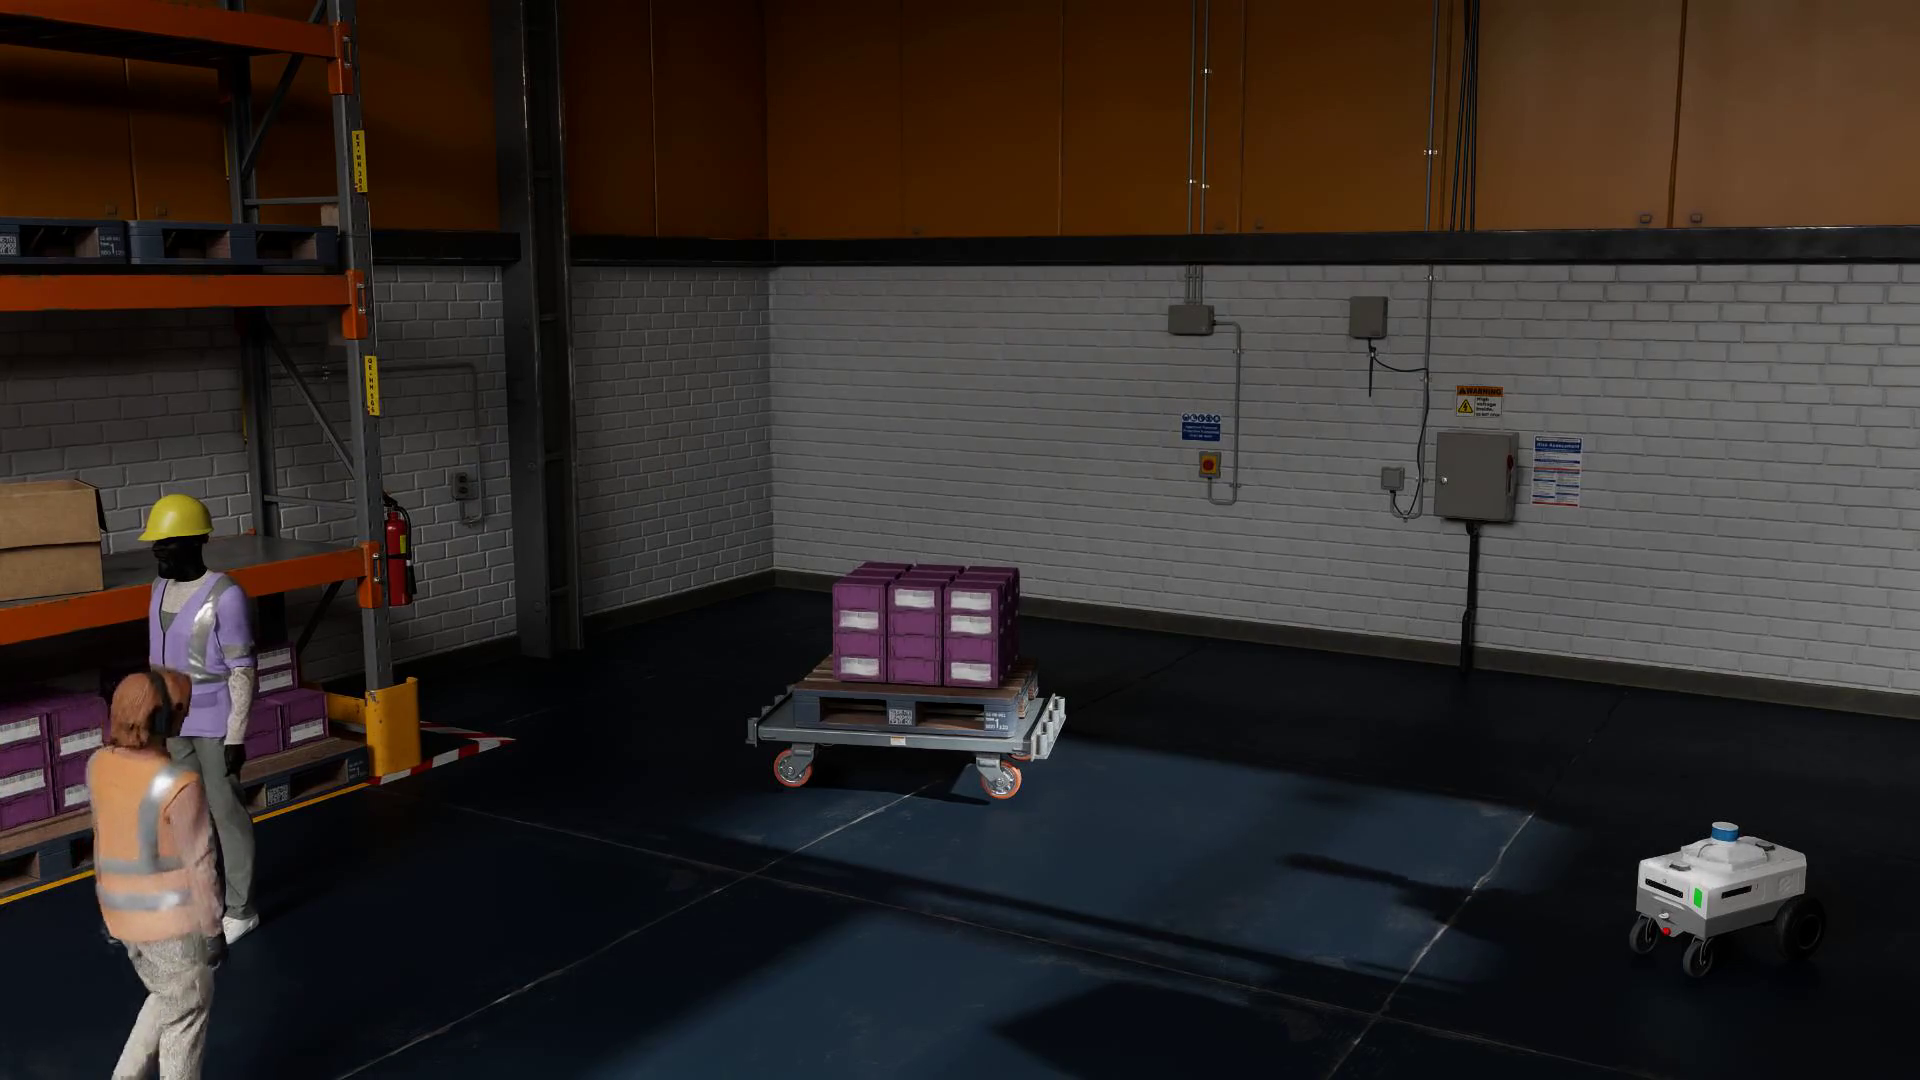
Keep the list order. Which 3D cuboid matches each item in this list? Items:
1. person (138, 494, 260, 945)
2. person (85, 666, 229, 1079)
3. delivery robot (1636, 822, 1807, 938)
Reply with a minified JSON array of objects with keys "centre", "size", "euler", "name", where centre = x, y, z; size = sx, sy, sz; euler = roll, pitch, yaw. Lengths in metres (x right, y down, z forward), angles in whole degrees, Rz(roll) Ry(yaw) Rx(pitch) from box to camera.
[{"centre":[-3.221,0.760,7.033],"size":[0.585,1.928,0.368],"euler":[5,10,29],"name":"person"},{"centre":[-2.500,1.197,5.242],"size":[0.532,1.624,0.366],"euler":[5,10,29],"name":"person"},{"centre":[3.163,1.417,6.911],"size":[0.707,0.478,0.477],"euler":[-5,10,-27],"name":"delivery robot"}]
